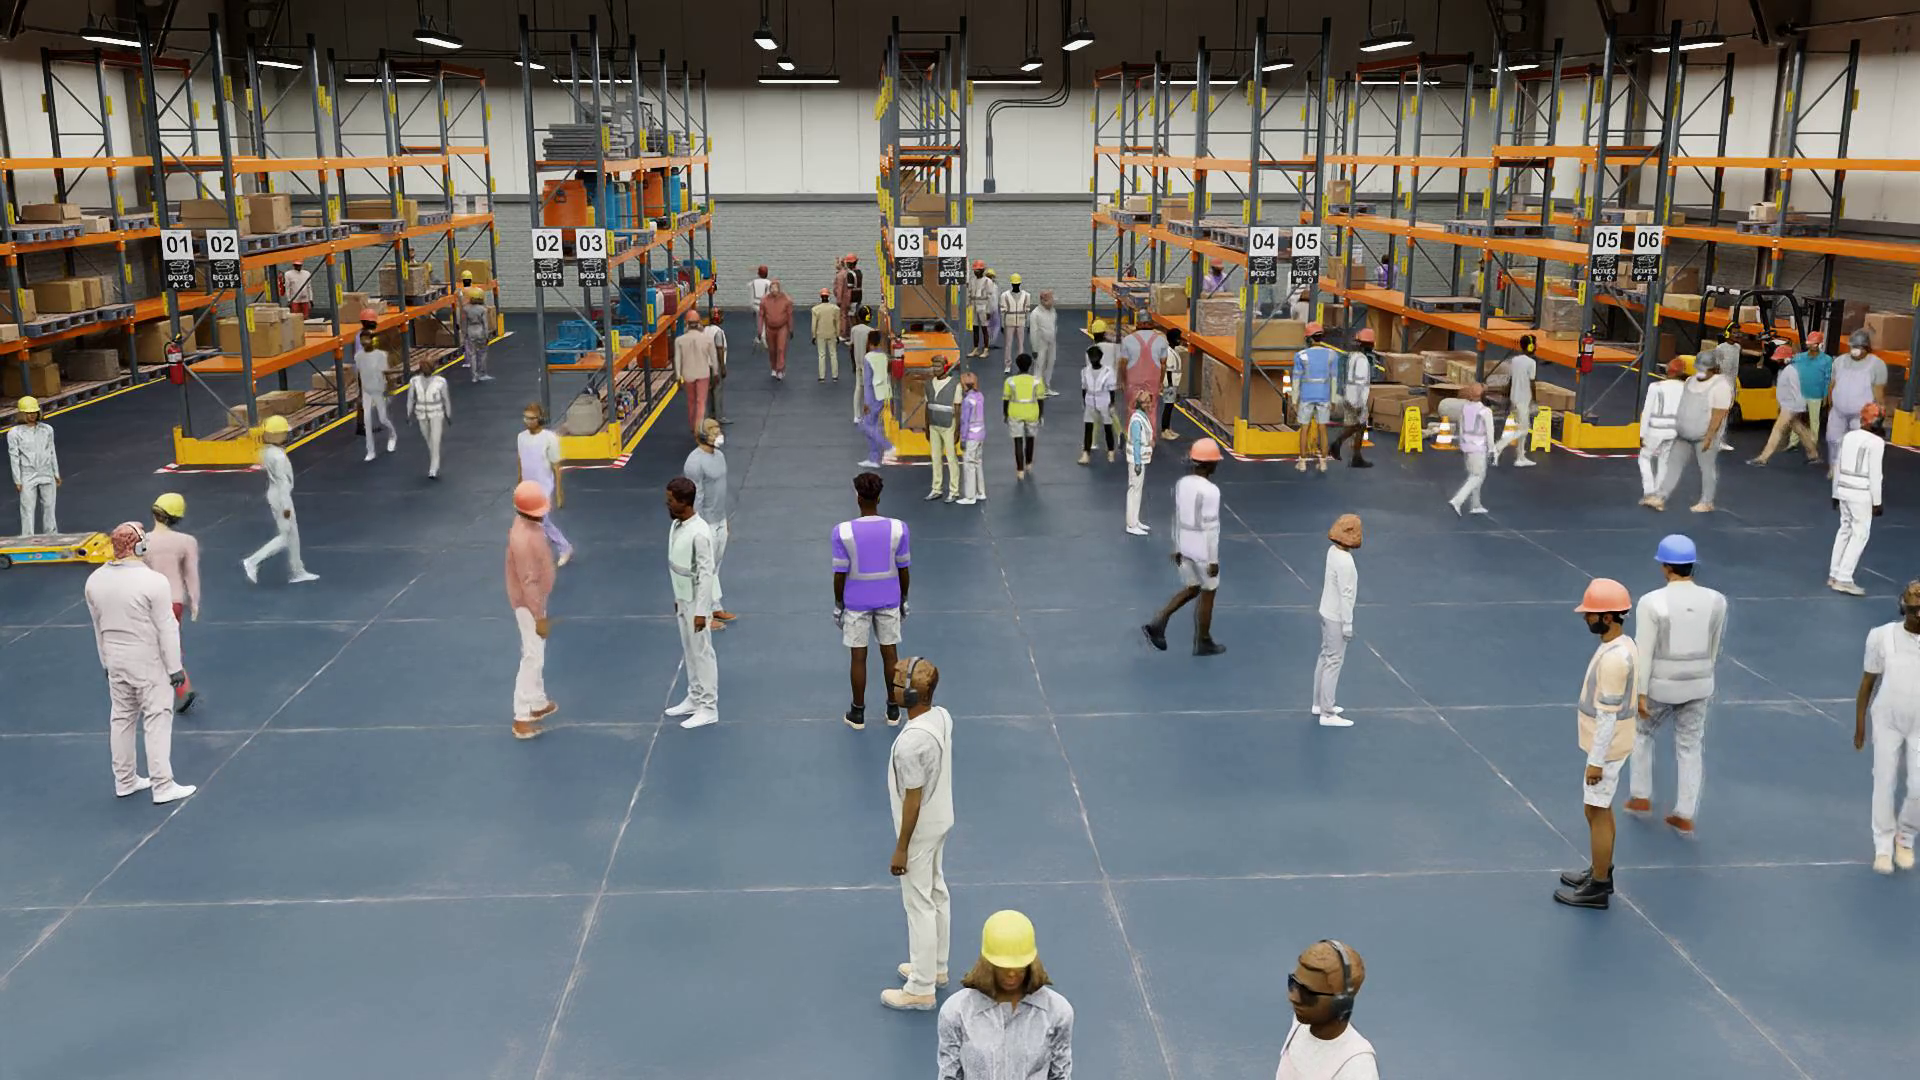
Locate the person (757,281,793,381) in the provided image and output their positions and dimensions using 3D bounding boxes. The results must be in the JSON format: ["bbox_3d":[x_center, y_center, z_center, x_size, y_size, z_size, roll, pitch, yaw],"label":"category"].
[{"bbox_3d":[-3.503,-3.988,31.580,0.664,1.856,1.021,0,13,1],"label":"person"}]

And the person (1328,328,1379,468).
[{"bbox_3d":[5.409,-1.936,22.734,0.558,1.915,0.563,0,13,0],"label":"person"}]

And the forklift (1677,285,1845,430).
[{"bbox_3d":[12.503,-2.886,26.166,2.313,2.155,1.214,-1,13,-3],"label":"forklift"}]

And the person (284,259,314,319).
[{"bbox_3d":[-14.671,-5.330,36.962,0.391,1.987,0.608,12,18,42],"label":"person"}]

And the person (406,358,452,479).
[{"bbox_3d":[-7.075,-1.642,22.202,0.528,1.586,0.902,1,13,2],"label":"person"}]

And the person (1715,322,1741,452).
[{"bbox_3d":[11.060,-2.214,24.014,0.535,1.868,0.309,-8,15,-30],"label":"person"}]

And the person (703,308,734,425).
[{"bbox_3d":[-3.875,-2.753,26.345,0.389,1.847,0.563,-8,15,-31],"label":"person"}]

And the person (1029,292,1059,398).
[{"bbox_3d":[1.496,-3.402,29.054,0.455,1.868,0.756,11,17,39],"label":"person"}]

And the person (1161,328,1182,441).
[{"bbox_3d":[3.156,-2.336,24.920,0.319,1.688,0.538,3,14,11],"label":"person"}]

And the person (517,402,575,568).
[{"bbox_3d":[-4.269,-0.529,17.006,0.513,1.818,0.891,8,15,30],"label":"person"}]

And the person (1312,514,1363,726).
[{"bbox_3d":[2.880,0.598,12.631,0.289,1.626,0.498,0,13,-1],"label":"person"}]

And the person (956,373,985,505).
[{"bbox_3d":[0.148,-1.244,20.426,0.320,1.627,0.527,5,14,21],"label":"person"}]

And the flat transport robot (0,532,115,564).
[{"bbox_3d":[-9.706,0.097,17.647,1.431,0.197,0.652,-3,14,-11],"label":"flat transport robot"}]

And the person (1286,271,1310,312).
[{"bbox_3d":[7.734,-5.512,37.953,0.587,1.883,0.342,-1,13,-3],"label":"person"}]

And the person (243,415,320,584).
[{"bbox_3d":[-6.822,-0.388,16.578,0.650,1.722,0.496,-8,15,-31],"label":"person"}]

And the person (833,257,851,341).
[{"bbox_3d":[-2.689,-5.472,37.762,0.400,1.901,0.646,3,14,11],"label":"person"}]

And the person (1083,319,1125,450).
[{"bbox_3d":[2.070,-2.217,23.961,0.587,1.909,0.744,-7,15,-28],"label":"person"}]

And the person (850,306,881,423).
[{"bbox_3d":[-1.514,-2.771,26.373,0.521,1.870,0.319,11,17,39],"label":"person"}]

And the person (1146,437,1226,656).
[{"bbox_3d":[1.981,0.079,14.196,0.651,1.922,0.551,-6,15,-24],"label":"person"}]

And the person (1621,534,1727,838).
[{"bbox_3d":[4.549,0.916,10.639,0.600,1.925,0.679,0,13,-2],"label":"person"}]

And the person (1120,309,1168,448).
[{"bbox_3d":[2.667,-2.364,24.284,0.683,2.000,0.535,-1,13,-4],"label":"person"}]

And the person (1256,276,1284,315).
[{"bbox_3d":[8.118,-6.698,43.622,0.875,1.586,0.503,-3,14,-13],"label":"person"}]

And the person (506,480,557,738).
[{"bbox_3d":[-3.195,0.473,12.492,0.382,1.943,0.737,-2,13,-9],"label":"person"}]

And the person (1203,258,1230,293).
[{"bbox_3d":[5.551,-5.138,36.154,0.631,1.996,1.058,-1,13,-4],"label":"person"}]

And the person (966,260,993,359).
[{"bbox_3d":[0.396,-4.793,34.565,0.609,2.043,0.376,11,17,38],"label":"person"}]

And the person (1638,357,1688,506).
[{"bbox_3d":[8.496,-1.284,20.108,0.616,1.862,0.407,-1,13,-5],"label":"person"}]

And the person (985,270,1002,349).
[{"bbox_3d":[0.684,-5.008,36.186,0.371,1.707,0.601,-7,15,-29],"label":"person"}]

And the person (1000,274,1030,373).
[{"bbox_3d":[1.080,-4.211,32.348,0.594,1.926,0.366,-2,13,-7],"label":"person"}]

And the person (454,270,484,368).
[{"bbox_3d":[-9.761,-4.392,33.115,0.587,1.928,0.362,-9,16,-34],"label":"person"}]

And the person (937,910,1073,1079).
[{"bbox_3d":[0.159,2.126,5.898,0.487,1.746,0.289,-1,13,-6],"label":"person"}]

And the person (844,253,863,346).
[{"bbox_3d":[-2.368,-5.318,36.822,0.398,2.040,0.611,5,14,22],"label":"person"}]

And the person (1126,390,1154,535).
[{"bbox_3d":[2.033,-0.885,18.881,0.310,1.636,0.522,3,14,11],"label":"person"}]
